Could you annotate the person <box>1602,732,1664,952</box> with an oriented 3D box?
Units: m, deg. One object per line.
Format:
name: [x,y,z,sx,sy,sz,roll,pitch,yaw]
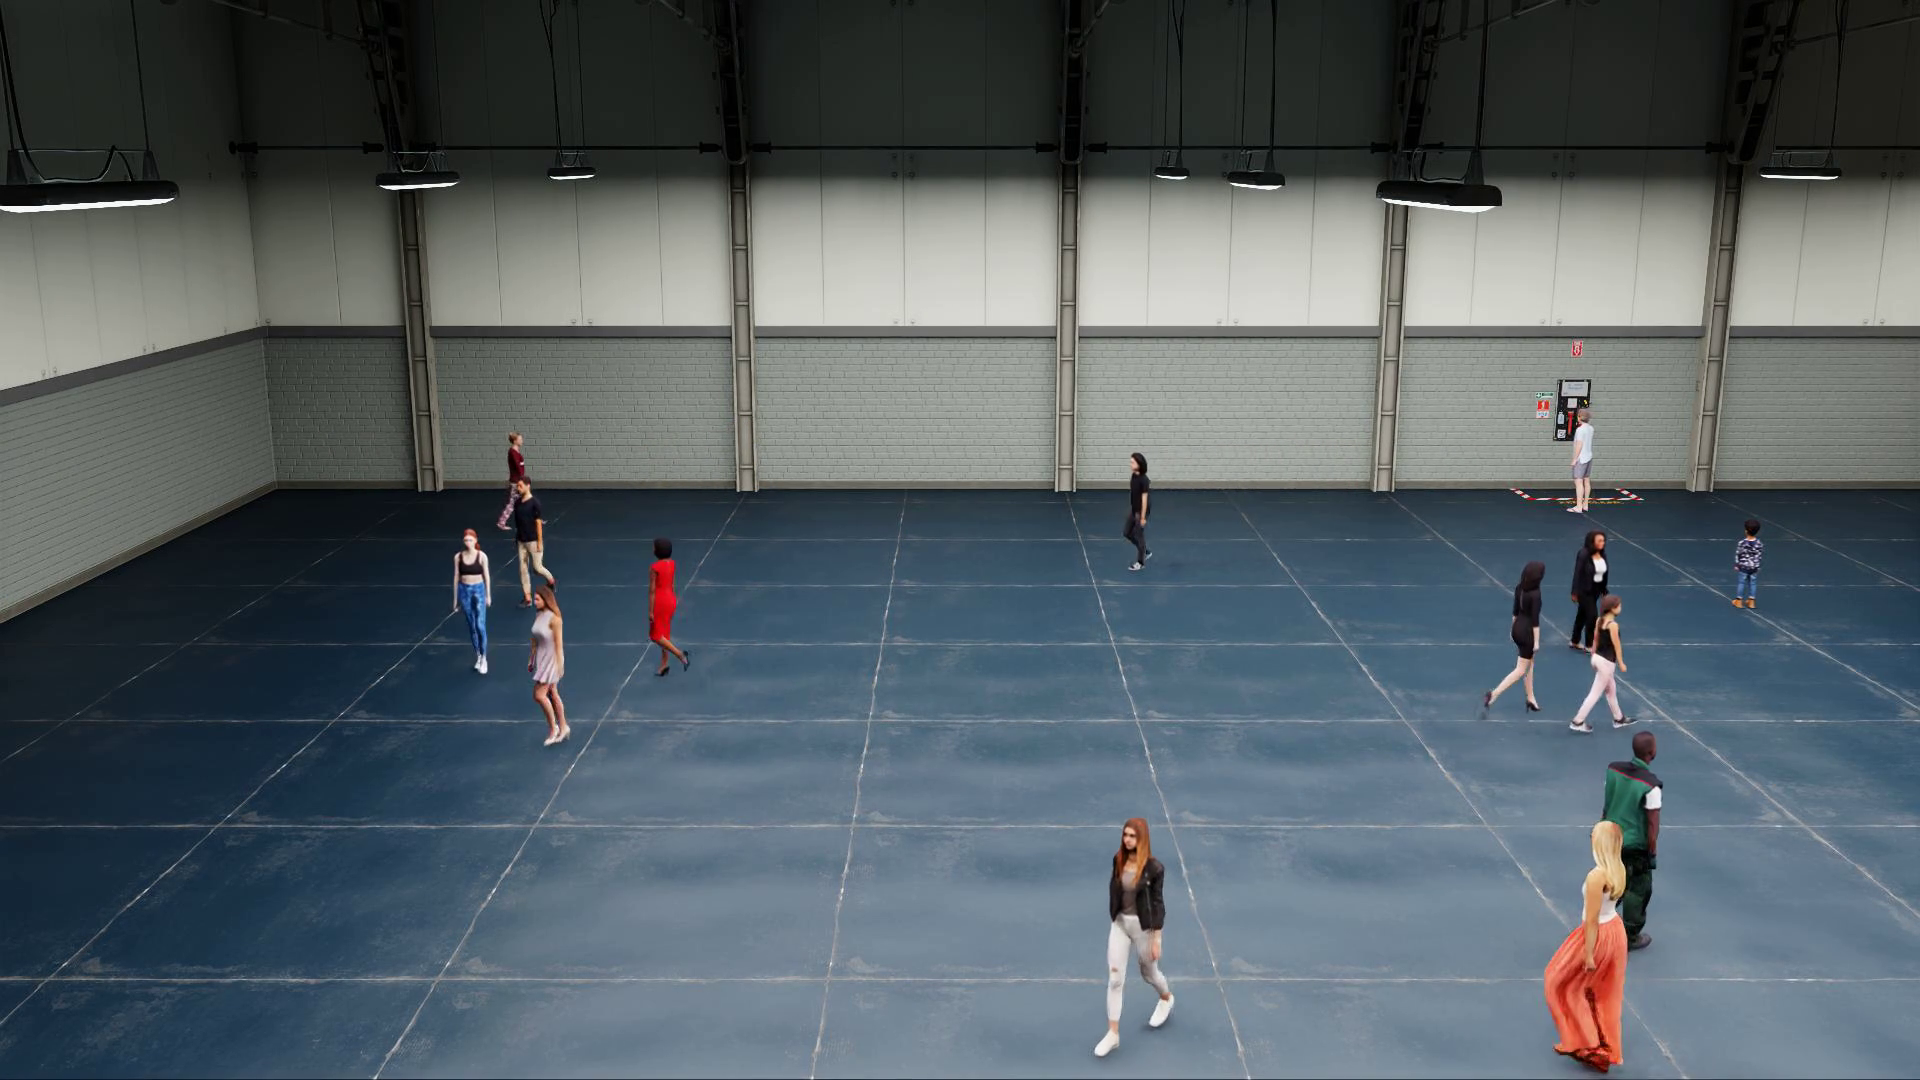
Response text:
person: [5.174,2.384,13.007,1.026,1.828,0.901,-6,14,-23]

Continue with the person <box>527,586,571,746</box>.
person: [-4.293,1.331,17.722,0.812,1.753,0.749,-11,17,-40]

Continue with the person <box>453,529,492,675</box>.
person: [-5.943,0.719,20.331,0.757,1.767,0.651,-1,13,-3]

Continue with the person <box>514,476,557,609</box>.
person: [-5.956,0.011,23.225,0.979,1.841,0.942,6,14,24]

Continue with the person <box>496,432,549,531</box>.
person: [-7.485,-0.948,27.792,1.137,1.648,0.792,-3,13,-11]

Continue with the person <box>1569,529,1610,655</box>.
person: [7.882,0.634,21.072,0.880,1.599,0.935,-9,16,-35]

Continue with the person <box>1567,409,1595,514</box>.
person: [11.000,-1.409,29.380,0.721,1.830,0.788,-12,18,-42]

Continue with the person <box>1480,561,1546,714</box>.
person: [6.215,1.128,18.542,1.123,1.777,0.749,-3,13,-11]

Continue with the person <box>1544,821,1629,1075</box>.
person: [4.431,2.794,11.324,0.897,1.787,0.942,-10,17,-38]

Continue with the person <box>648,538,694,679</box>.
person: [-3.492,0.840,19.885,0.932,1.732,0.796,7,15,26]

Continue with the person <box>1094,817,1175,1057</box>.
person: [1.291,2.752,11.760,1.104,1.674,1.088,10,16,36]

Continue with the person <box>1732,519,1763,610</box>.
person: [10.986,0.326,23.175,0.452,1.249,0.575,2,13,7]

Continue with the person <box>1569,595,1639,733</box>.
person: [6.936,1.369,18.057,1.040,1.526,0.589,-1,13,-4]

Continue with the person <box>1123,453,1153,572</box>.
person: [2.808,-0.448,25.249,0.789,1.821,0.758,-4,14,-16]
